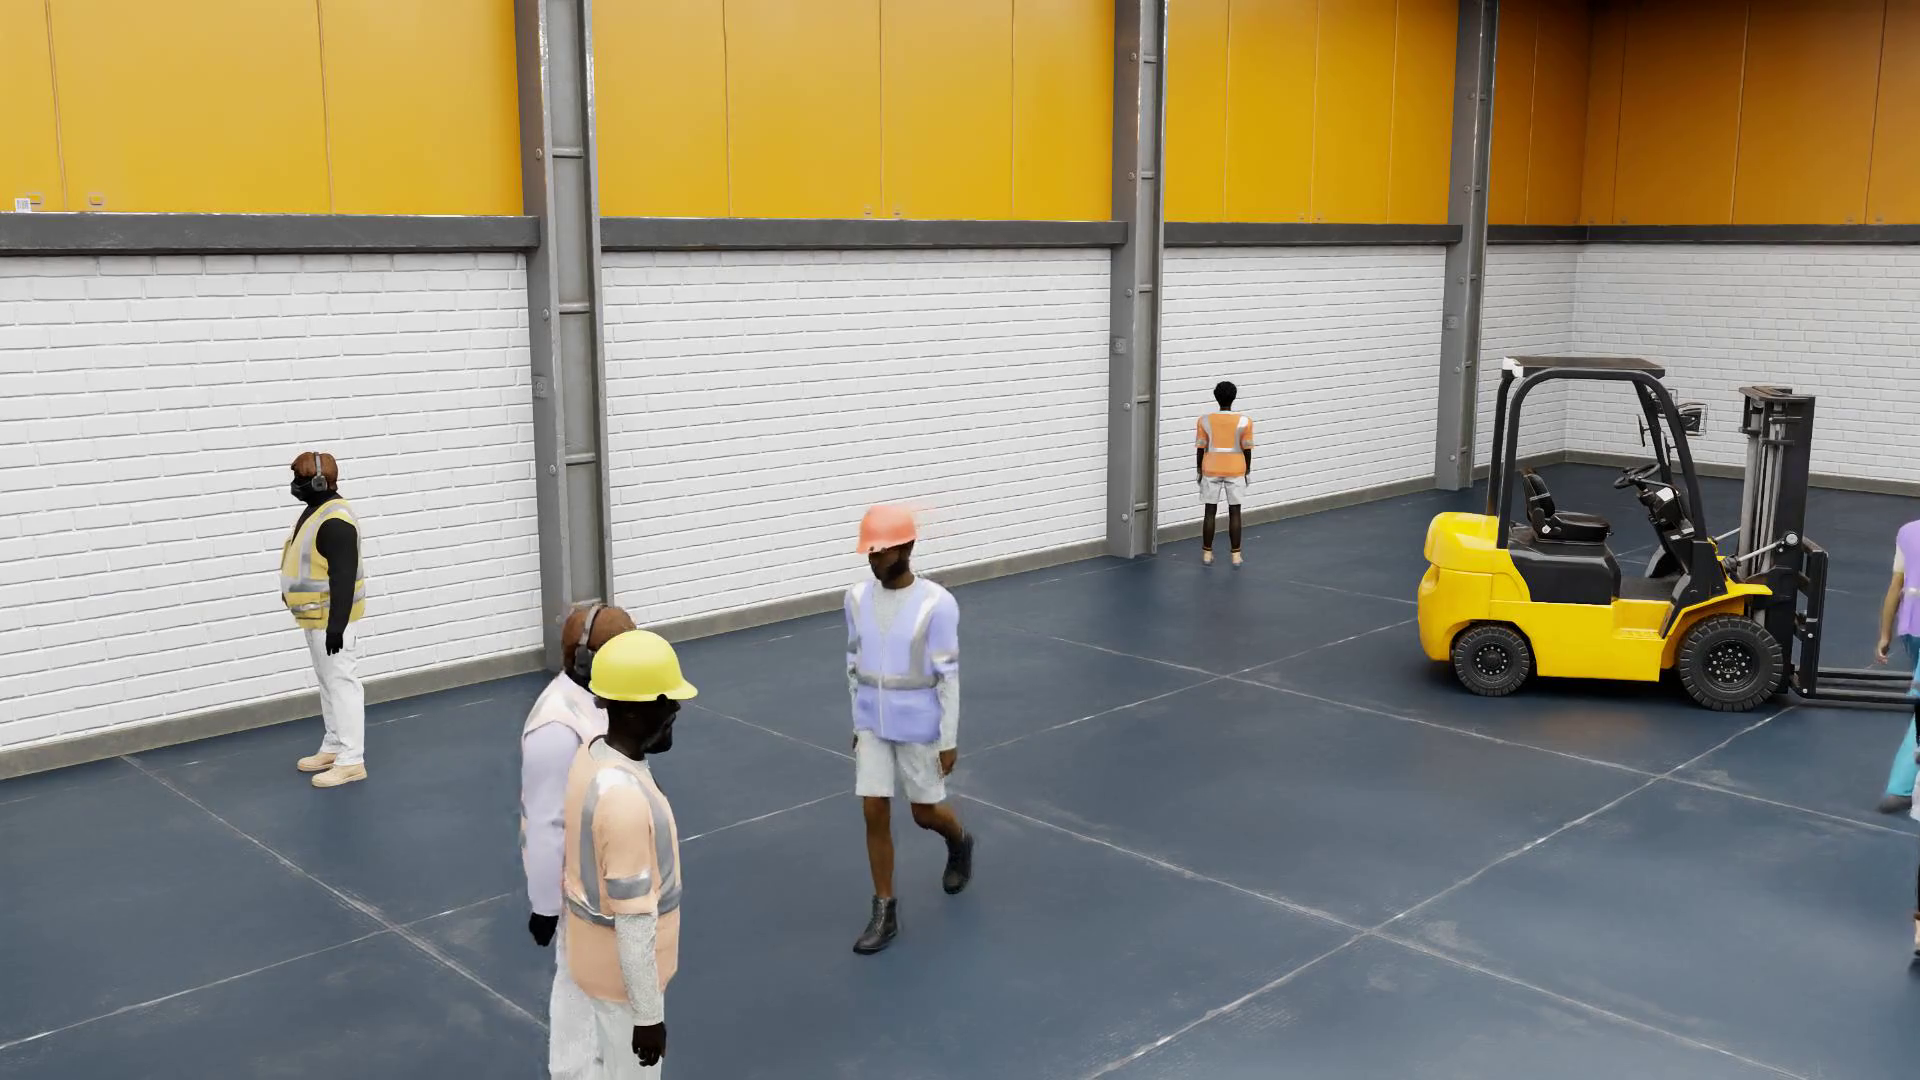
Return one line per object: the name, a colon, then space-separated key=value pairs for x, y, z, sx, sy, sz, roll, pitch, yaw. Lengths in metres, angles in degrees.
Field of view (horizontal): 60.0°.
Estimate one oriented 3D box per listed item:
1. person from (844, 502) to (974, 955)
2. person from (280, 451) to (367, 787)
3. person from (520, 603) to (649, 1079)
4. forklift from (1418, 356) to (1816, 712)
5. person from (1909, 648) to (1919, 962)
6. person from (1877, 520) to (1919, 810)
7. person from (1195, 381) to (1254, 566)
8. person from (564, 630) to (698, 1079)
person: x=-0.213 y=0.761 z=7.187 sx=0.548 sy=1.909 sz=0.799 roll=5 pitch=12 yaw=27
person: x=-3.499 y=0.426 z=9.166 sx=0.429 sy=1.845 sz=0.622 roll=-6 pitch=12 yaw=-31
person: x=-1.172 y=1.100 z=5.538 sx=0.577 sy=1.820 sz=0.640 roll=0 pitch=10 yaw=1
forklift: x=4.276 y=-0.101 z=11.076 sx=2.313 sy=2.155 sz=1.214 roll=2 pitch=11 yaw=13
person: x=4.214 y=0.931 z=6.921 sx=0.523 sy=1.655 sz=0.866 roll=8 pitch=13 yaw=35
person: x=5.234 y=0.514 z=8.838 sx=0.999 sy=1.785 sz=0.572 roll=-6 pitch=12 yaw=-29
person: x=2.415 y=-0.609 z=15.231 sx=0.537 sy=1.695 sz=0.320 roll=3 pitch=11 yaw=16
person: x=-0.919 y=1.196 z=4.732 sx=0.383 sy=1.924 sz=0.594 roll=-4 pitch=11 yaw=-19
